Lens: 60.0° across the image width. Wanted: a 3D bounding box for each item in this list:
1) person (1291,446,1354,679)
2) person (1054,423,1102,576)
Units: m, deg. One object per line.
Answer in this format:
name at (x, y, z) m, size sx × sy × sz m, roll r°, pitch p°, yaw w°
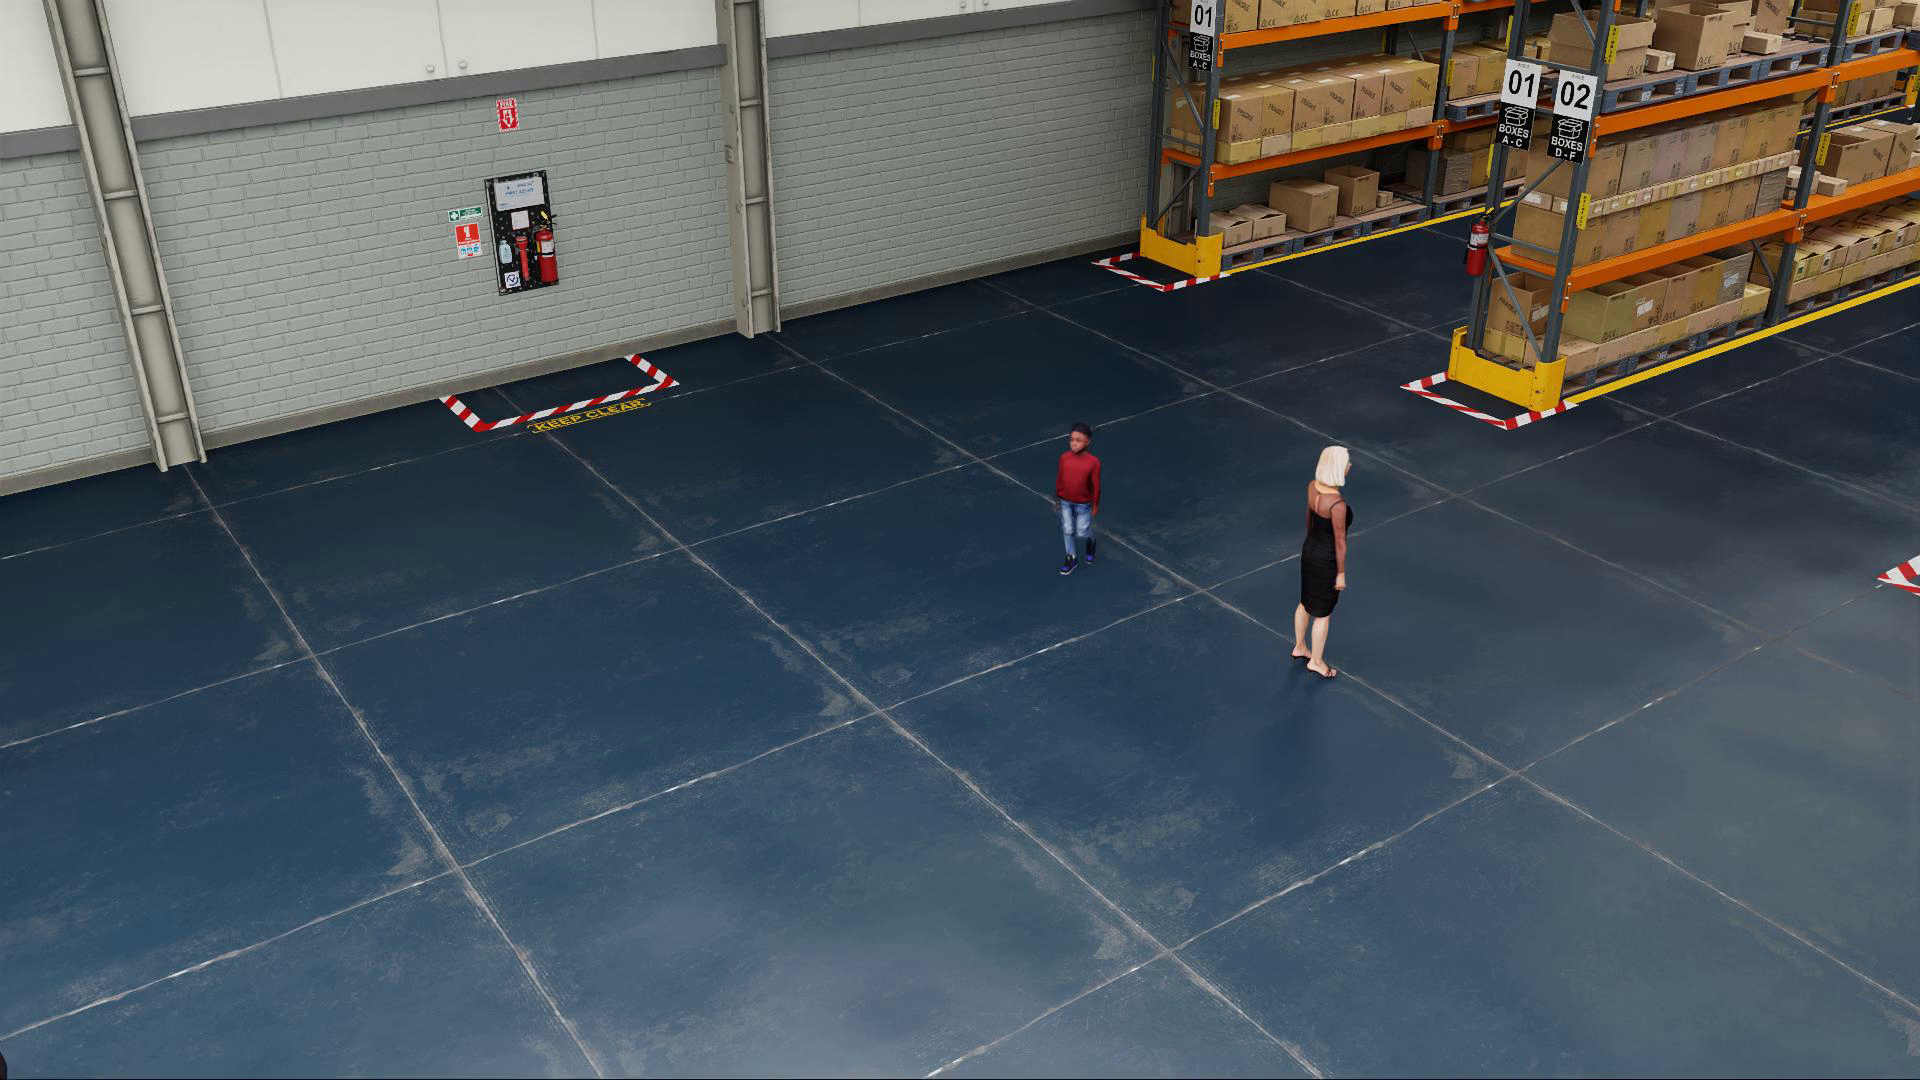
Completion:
person at (2.525, 0.148, 11.600) m, size 0.595 × 1.748 × 0.640 m, roll -9°, pitch 29°, yaw -17°
person at (0.939, -0.348, 13.110) m, size 0.632 × 1.247 × 0.709 m, roll 13°, pitch 30°, yaw 24°
